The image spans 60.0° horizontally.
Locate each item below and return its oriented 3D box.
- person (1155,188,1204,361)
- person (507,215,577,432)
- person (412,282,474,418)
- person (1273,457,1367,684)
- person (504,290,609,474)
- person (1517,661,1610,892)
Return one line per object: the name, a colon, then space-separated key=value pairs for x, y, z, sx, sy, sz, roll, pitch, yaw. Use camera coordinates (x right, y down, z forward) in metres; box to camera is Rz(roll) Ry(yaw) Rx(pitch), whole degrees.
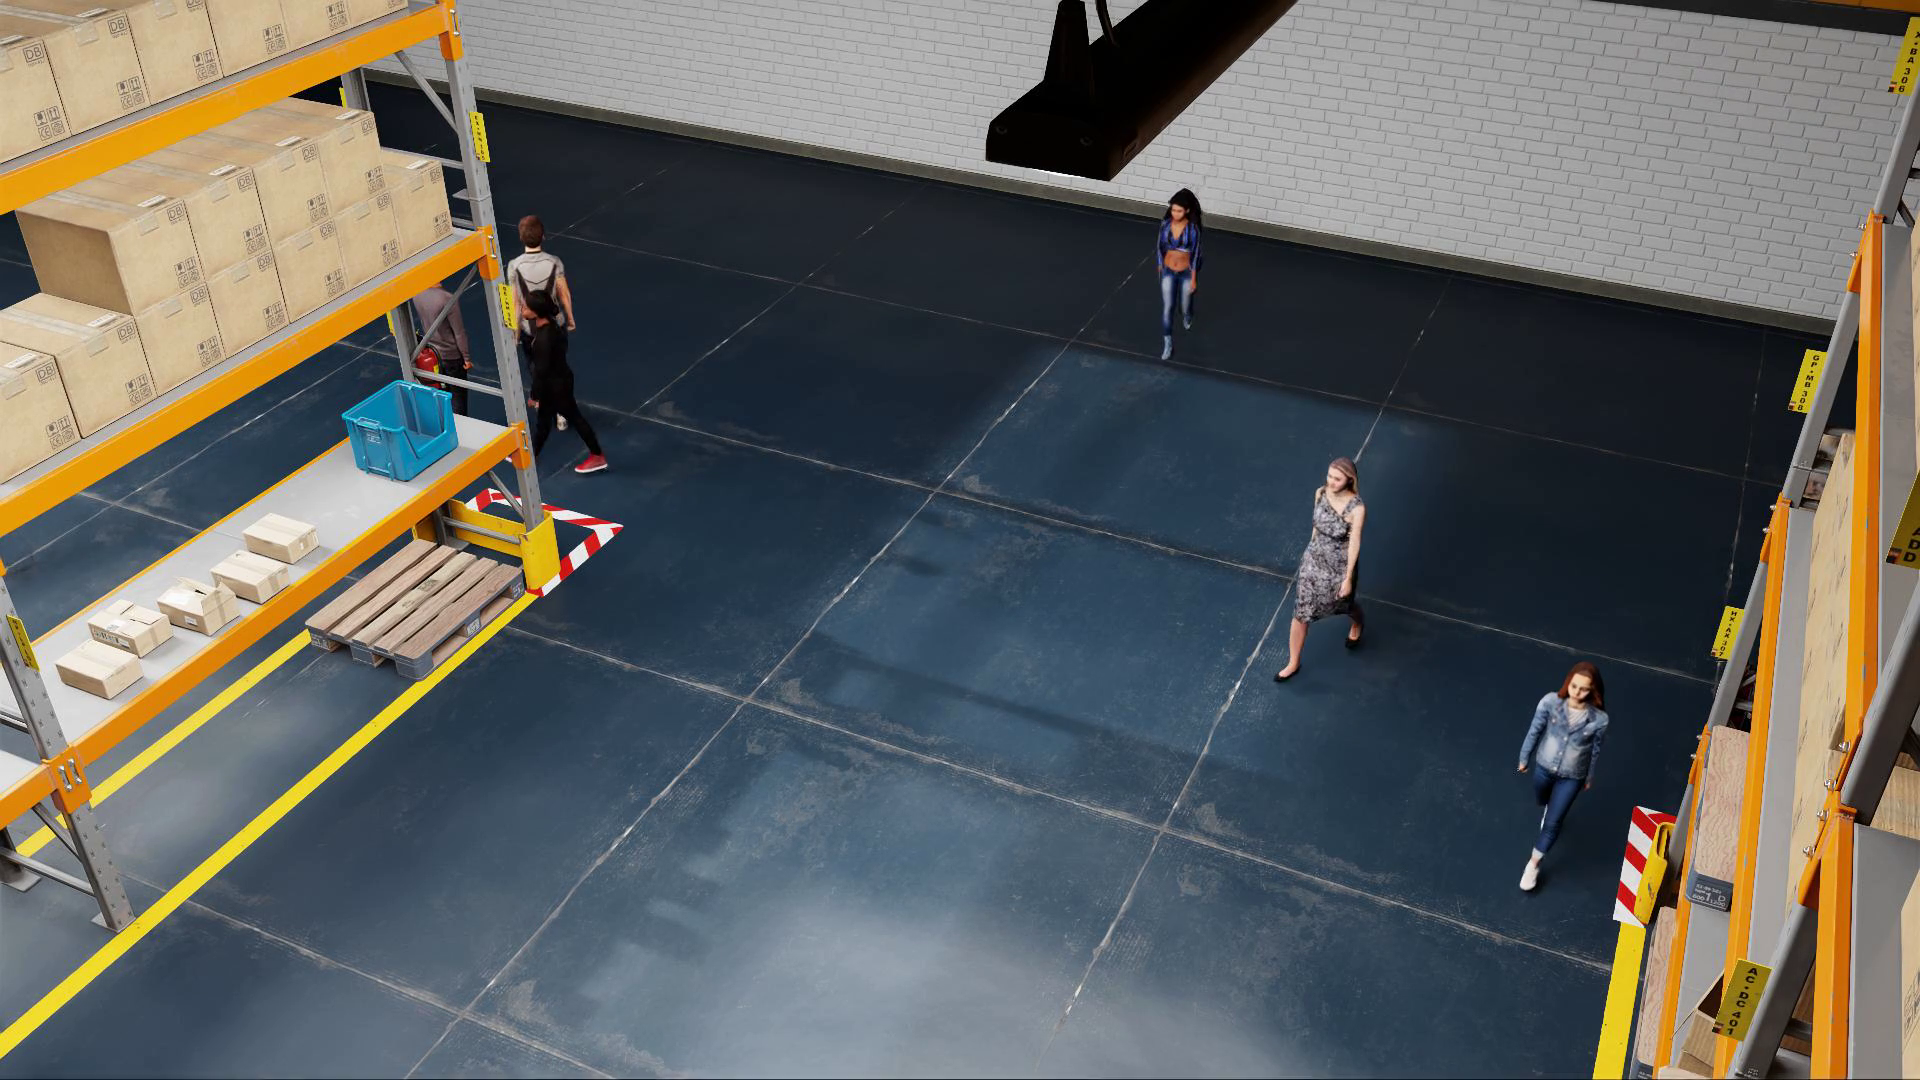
person: x=2.029 y=-2.454 z=15.267 sx=0.612 sy=1.610 sz=0.820 roll=14 pitch=36 yaw=20
person: x=-3.500 y=-1.772 z=14.001 sx=0.891 sy=1.876 sz=0.951 roll=-11 pitch=35 yaw=-15
person: x=-4.282 y=-1.559 z=13.779 sx=0.545 sy=1.766 sz=0.647 roll=15 pitch=36 yaw=21
person: x=2.586 y=0.169 z=11.273 sx=1.204 sy=1.663 sz=0.884 roll=-28 pitch=43 yaw=-35
person: x=-3.161 y=-1.240 z=13.423 sx=1.069 sy=1.630 sz=1.061 roll=-8 pitch=34 yaw=-12
person: x=3.538 y=1.301 z=9.761 sx=0.667 sy=1.451 sz=1.008 roll=20 pitch=39 yaw=28
